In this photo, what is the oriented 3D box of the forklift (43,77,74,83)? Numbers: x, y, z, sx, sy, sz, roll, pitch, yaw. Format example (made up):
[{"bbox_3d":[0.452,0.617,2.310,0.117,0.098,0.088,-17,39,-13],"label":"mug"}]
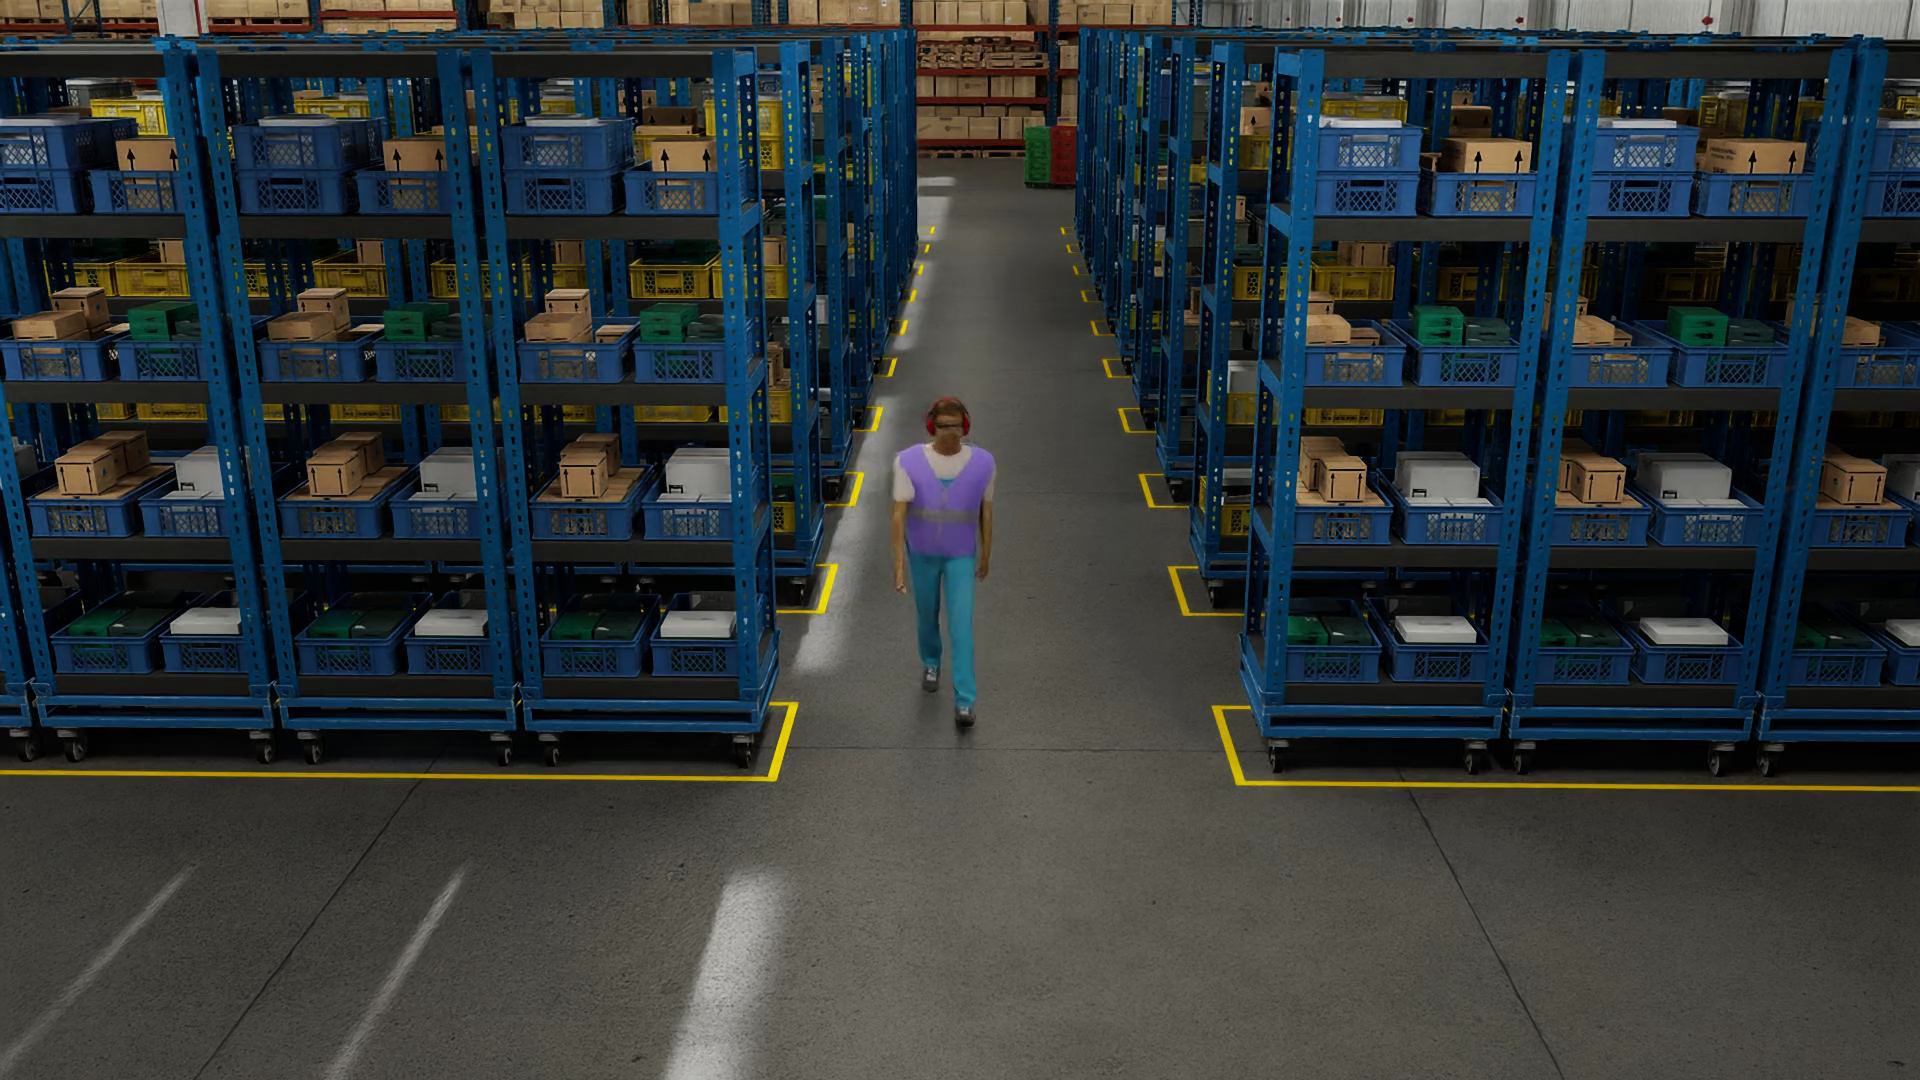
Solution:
[{"bbox_3d":[-24.451,-11.873,45.477,1.129,2.768,1.873,-2,17,-5],"label":"forklift"}]

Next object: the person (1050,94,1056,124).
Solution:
[{"bbox_3d":[2.897,-12.535,49.543,0.931,1.693,0.499,6,18,17],"label":"person"}]

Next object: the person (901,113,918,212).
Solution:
[{"bbox_3d":[-1.094,-7.458,32.884,0.417,1.982,0.625,13,22,36],"label":"person"}]

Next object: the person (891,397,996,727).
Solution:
[{"bbox_3d":[-0.087,0.094,9.133,0.577,1.783,1.014,-1,17,-2],"label":"person"}]

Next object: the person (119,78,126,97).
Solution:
[{"bbox_3d":[-26.806,-13.884,53.513,0.652,1.891,0.554,0,17,0],"label":"person"}]
